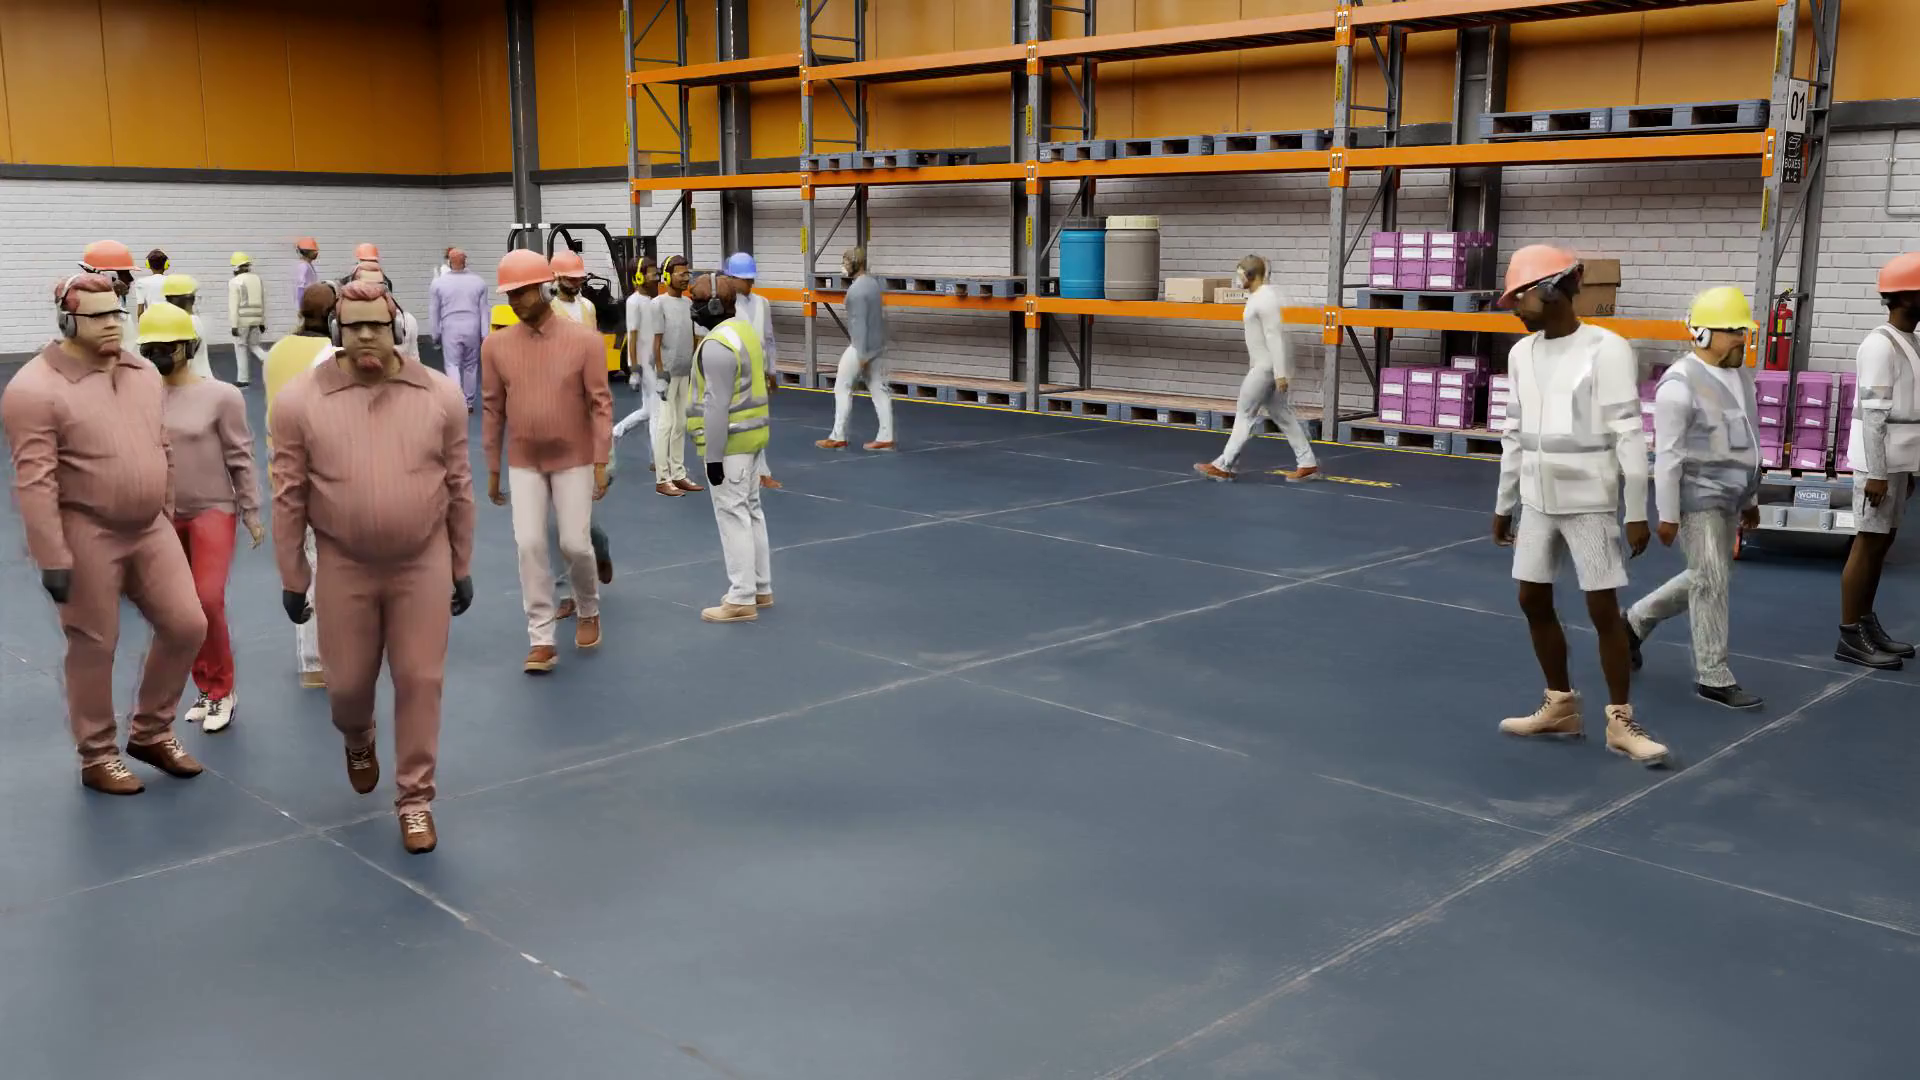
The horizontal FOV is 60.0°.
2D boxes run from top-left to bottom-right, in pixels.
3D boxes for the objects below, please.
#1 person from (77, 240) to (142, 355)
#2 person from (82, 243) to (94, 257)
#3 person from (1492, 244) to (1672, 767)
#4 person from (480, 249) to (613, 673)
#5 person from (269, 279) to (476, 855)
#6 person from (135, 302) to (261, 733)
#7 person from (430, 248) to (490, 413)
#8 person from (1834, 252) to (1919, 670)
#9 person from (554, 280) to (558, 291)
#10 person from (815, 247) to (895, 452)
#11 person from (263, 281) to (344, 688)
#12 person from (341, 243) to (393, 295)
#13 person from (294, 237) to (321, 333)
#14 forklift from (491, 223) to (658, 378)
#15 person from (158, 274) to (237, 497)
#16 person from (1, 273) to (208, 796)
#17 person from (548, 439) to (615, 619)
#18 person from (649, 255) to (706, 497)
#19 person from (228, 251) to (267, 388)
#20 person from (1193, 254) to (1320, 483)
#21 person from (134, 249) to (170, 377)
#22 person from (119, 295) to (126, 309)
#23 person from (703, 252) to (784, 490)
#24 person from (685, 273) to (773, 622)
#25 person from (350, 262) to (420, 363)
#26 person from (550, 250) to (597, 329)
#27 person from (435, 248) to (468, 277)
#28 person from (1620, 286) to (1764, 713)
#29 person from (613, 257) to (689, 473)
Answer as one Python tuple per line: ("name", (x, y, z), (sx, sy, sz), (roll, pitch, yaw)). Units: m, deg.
("person", (-4.949, -0.752, 9.771), (0.619, 1.992, 0.396), (8, 13, 39))
("person", (-11.656, -3.052, 22.540), (0.513, 1.906, 0.614), (-5, 12, -27))
("person", (2.410, -0.131, 6.438), (0.399, 1.991, 0.838), (-6, 12, -30))
("person", (-1.935, -0.374, 7.802), (0.638, 1.965, 0.602), (0, 10, 3))
("person", (-1.960, 0.068, 5.609), (0.646, 1.885, 0.681), (-4, 11, -21))
("person", (-3.172, -0.083, 6.774), (0.553, 1.748, 0.599), (0, 10, 0))
("person", (-5.626, -2.340, 18.745), (0.650, 1.884, 0.787), (-4, 11, -22))
("person", (4.388, -0.371, 7.839), (0.352, 1.942, 0.545), (9, 14, 40))
("person", (-6.020, -3.481, 25.341), (0.295, 1.744, 0.485), (-8, 13, -38))
("person", (-1.003, -1.770, 15.577), (0.858, 1.907, 0.655), (3, 11, 16))
("person", (-2.867, -0.250, 7.551), (0.642, 1.820, 0.519), (8, 13, 36))
("person", (-6.483, -2.276, 18.261), (0.610, 1.939, 1.073), (-8, 13, -38))
("person", (-9.823, -3.569, 25.156), (1.042, 1.989, 0.628), (-3, 11, -16))
("forklift", (-5.316, -3.263, 22.920), (2.313, 2.155, 1.214), (-10, 14, -44))
("person", (-5.937, -1.147, 12.674), (0.929, 1.718, 0.540), (-6, 12, -28))
("person", (-3.027, -0.004, 5.981), (0.516, 1.886, 0.669), (4, 11, 23))
("person", (-2.104, -0.411, 8.939), (0.534, 1.610, 0.554), (0, 10, -2))
("person", (-2.209, -1.284, 13.016), (0.335, 1.871, 0.521), (5, 12, 25))
("person", (-9.362, -2.891, 21.918), (0.649, 1.815, 0.607), (4, 11, 19))
("person", (2.487, -1.383, 13.578), (1.035, 1.869, 0.688), (1, 10, 5))
("person", (-8.883, -2.297, 18.536), (0.517, 1.873, 0.334), (-5, 11, -23))
("person", (-13.701, -3.733, 26.833), (0.322, 1.698, 0.533), (9, 14, 42))
("person", (-1.801, -1.376, 13.485), (0.992, 1.899, 0.621), (9, 14, 39))
("person", (-1.235, -0.486, 8.803), (0.431, 1.832, 0.642), (1, 10, 7))
("person", (-3.744, -0.838, 10.620), (0.658, 1.859, 1.019), (-7, 12, -33))
("person", (-2.826, -1.120, 11.978), (0.536, 1.920, 0.571), (7, 12, 32))
("person", (-8.285, -3.855, 27.192), (0.577, 1.824, 1.033), (-1, 10, -6))
("person", (3.207, -0.201, 7.263), (0.594, 1.812, 0.758), (-8, 13, -39))
("person", (-2.741, -1.482, 14.167), (0.771, 1.851, 0.518), (1, 10, 6))
